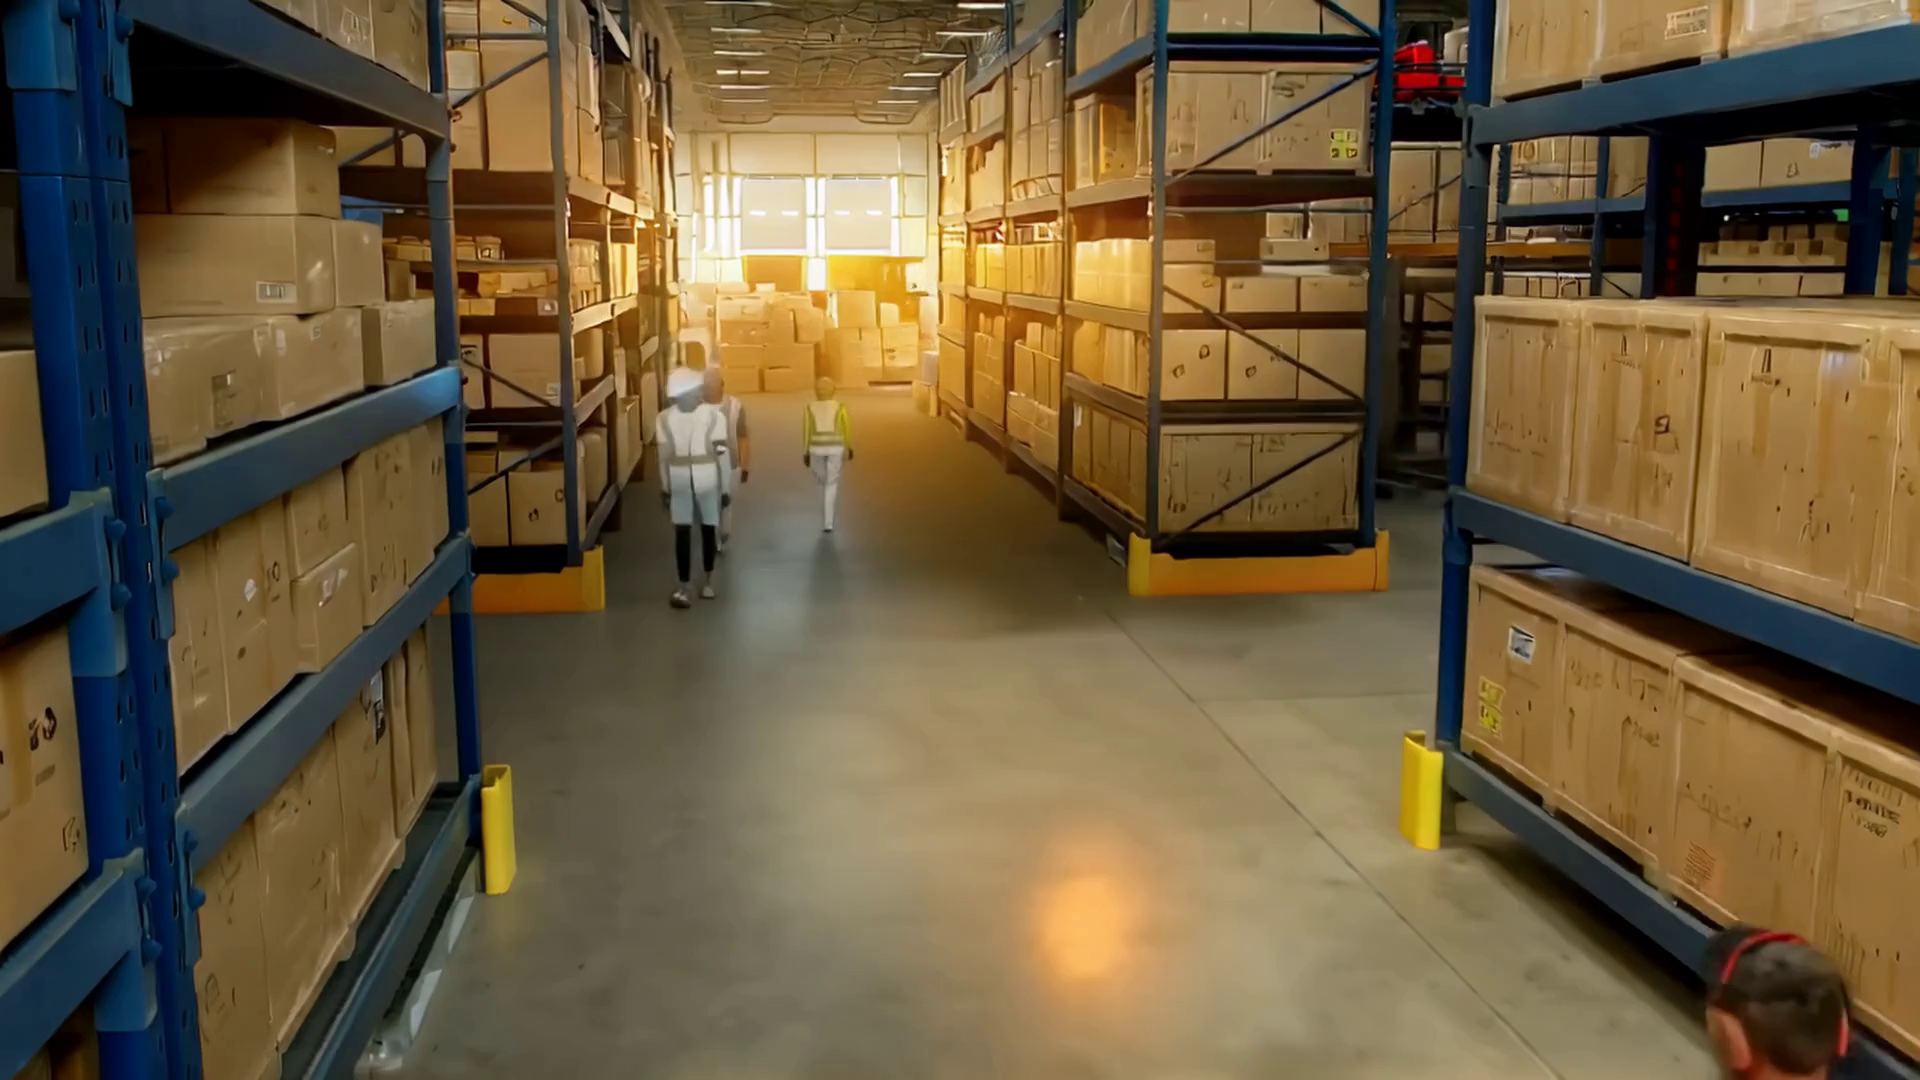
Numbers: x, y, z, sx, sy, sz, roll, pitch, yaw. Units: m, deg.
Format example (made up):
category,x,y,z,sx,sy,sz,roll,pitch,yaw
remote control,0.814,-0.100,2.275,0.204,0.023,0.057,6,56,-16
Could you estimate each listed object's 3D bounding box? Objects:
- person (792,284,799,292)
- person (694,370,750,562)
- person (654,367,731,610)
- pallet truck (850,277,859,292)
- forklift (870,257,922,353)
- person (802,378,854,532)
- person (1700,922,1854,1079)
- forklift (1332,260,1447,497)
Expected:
category,x,y,z,sx,sy,sz,roll,pitch,yaw
person,-5.971,-8.242,59.599,0.974,1.843,0.577,2,10,9
person,-2.308,-0.689,15.707,0.660,1.799,0.918,-1,10,-6
person,-2.199,-0.424,13.647,0.634,1.968,1.060,0,10,-2
pallet truck,-3.782,-9.391,65.808,1.885,1.965,0.823,2,10,10
forklift,-2.190,-6.798,48.143,1.873,2.768,1.129,-8,13,-39
person,-1.389,-0.913,17.604,0.514,1.598,0.848,1,10,8
person,1.340,1.557,2.706,0.620,1.793,0.980,2,10,9
forklift,4.999,-2.049,20.495,1.129,2.768,1.873,-5,11,-27
